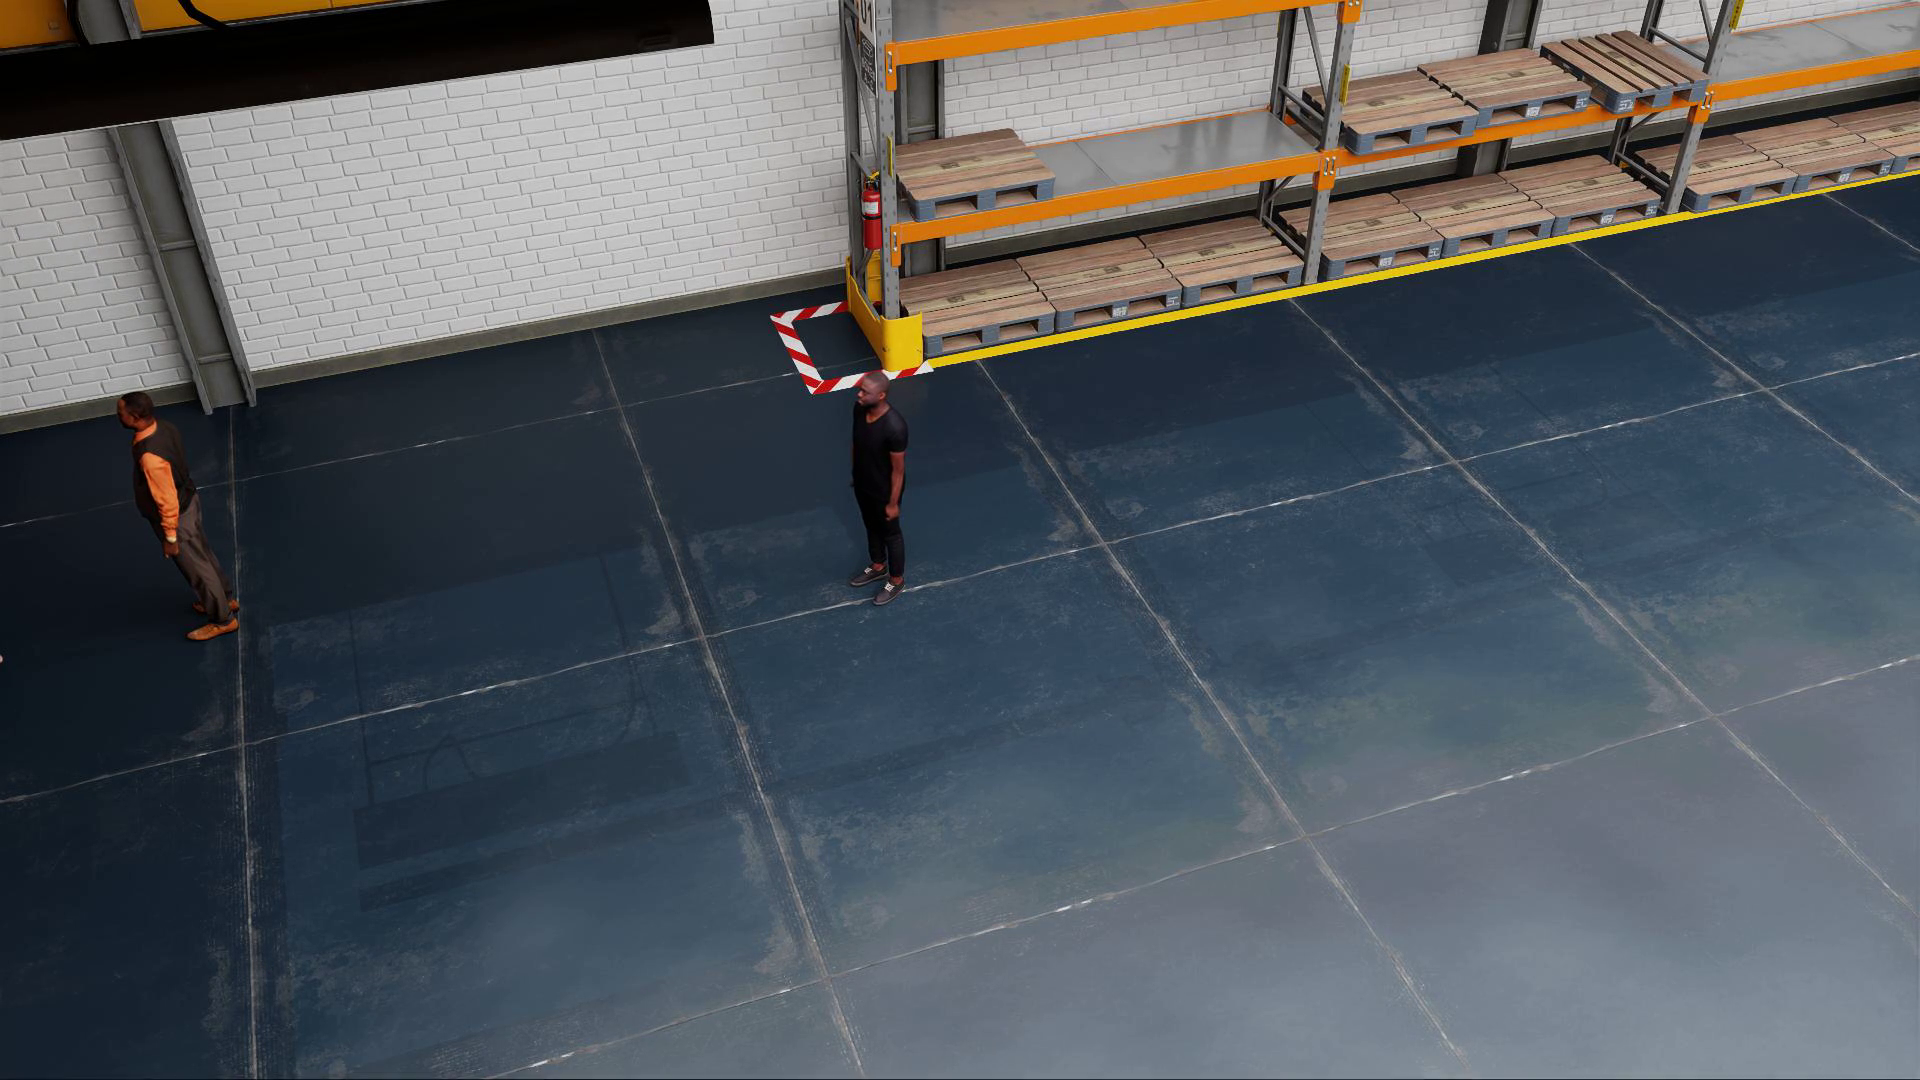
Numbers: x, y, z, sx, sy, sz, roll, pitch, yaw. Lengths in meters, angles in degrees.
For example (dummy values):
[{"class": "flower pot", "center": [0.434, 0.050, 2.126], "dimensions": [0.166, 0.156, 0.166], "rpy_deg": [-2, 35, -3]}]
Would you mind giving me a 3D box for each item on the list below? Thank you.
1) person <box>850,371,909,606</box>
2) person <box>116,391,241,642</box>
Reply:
[{"class": "person", "center": [-0.540, -0.374, 11.253], "dimensions": [0.674, 1.819, 0.729], "rpy_deg": [-25, 45, -28]}, {"class": "person", "center": [-5.132, -0.172, 10.928], "dimensions": [0.623, 1.908, 0.701], "rpy_deg": [-9, 40, -11]}]
